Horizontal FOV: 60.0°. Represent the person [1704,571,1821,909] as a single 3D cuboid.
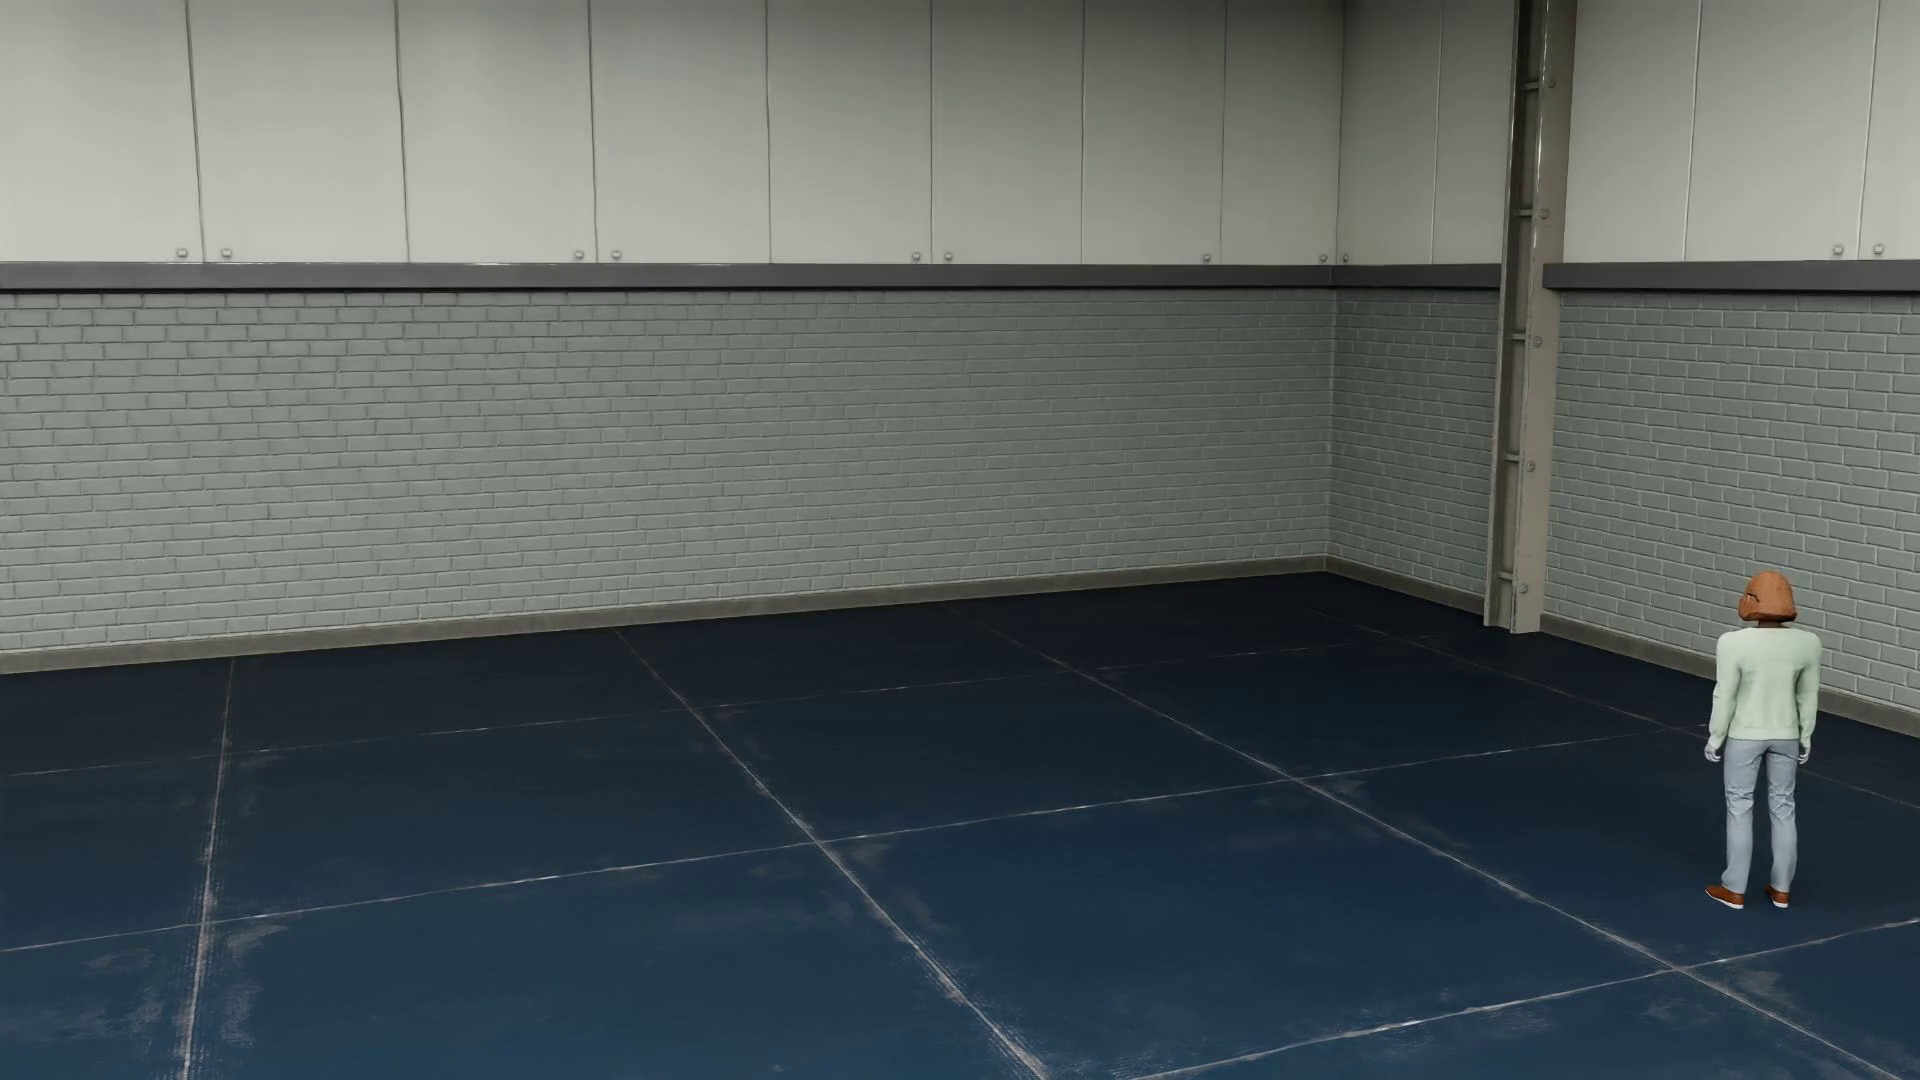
[{"bbox_3d":[3.837,0.958,7.974,0.508,1.631,0.264,0,9,-1],"label":"person"}]
